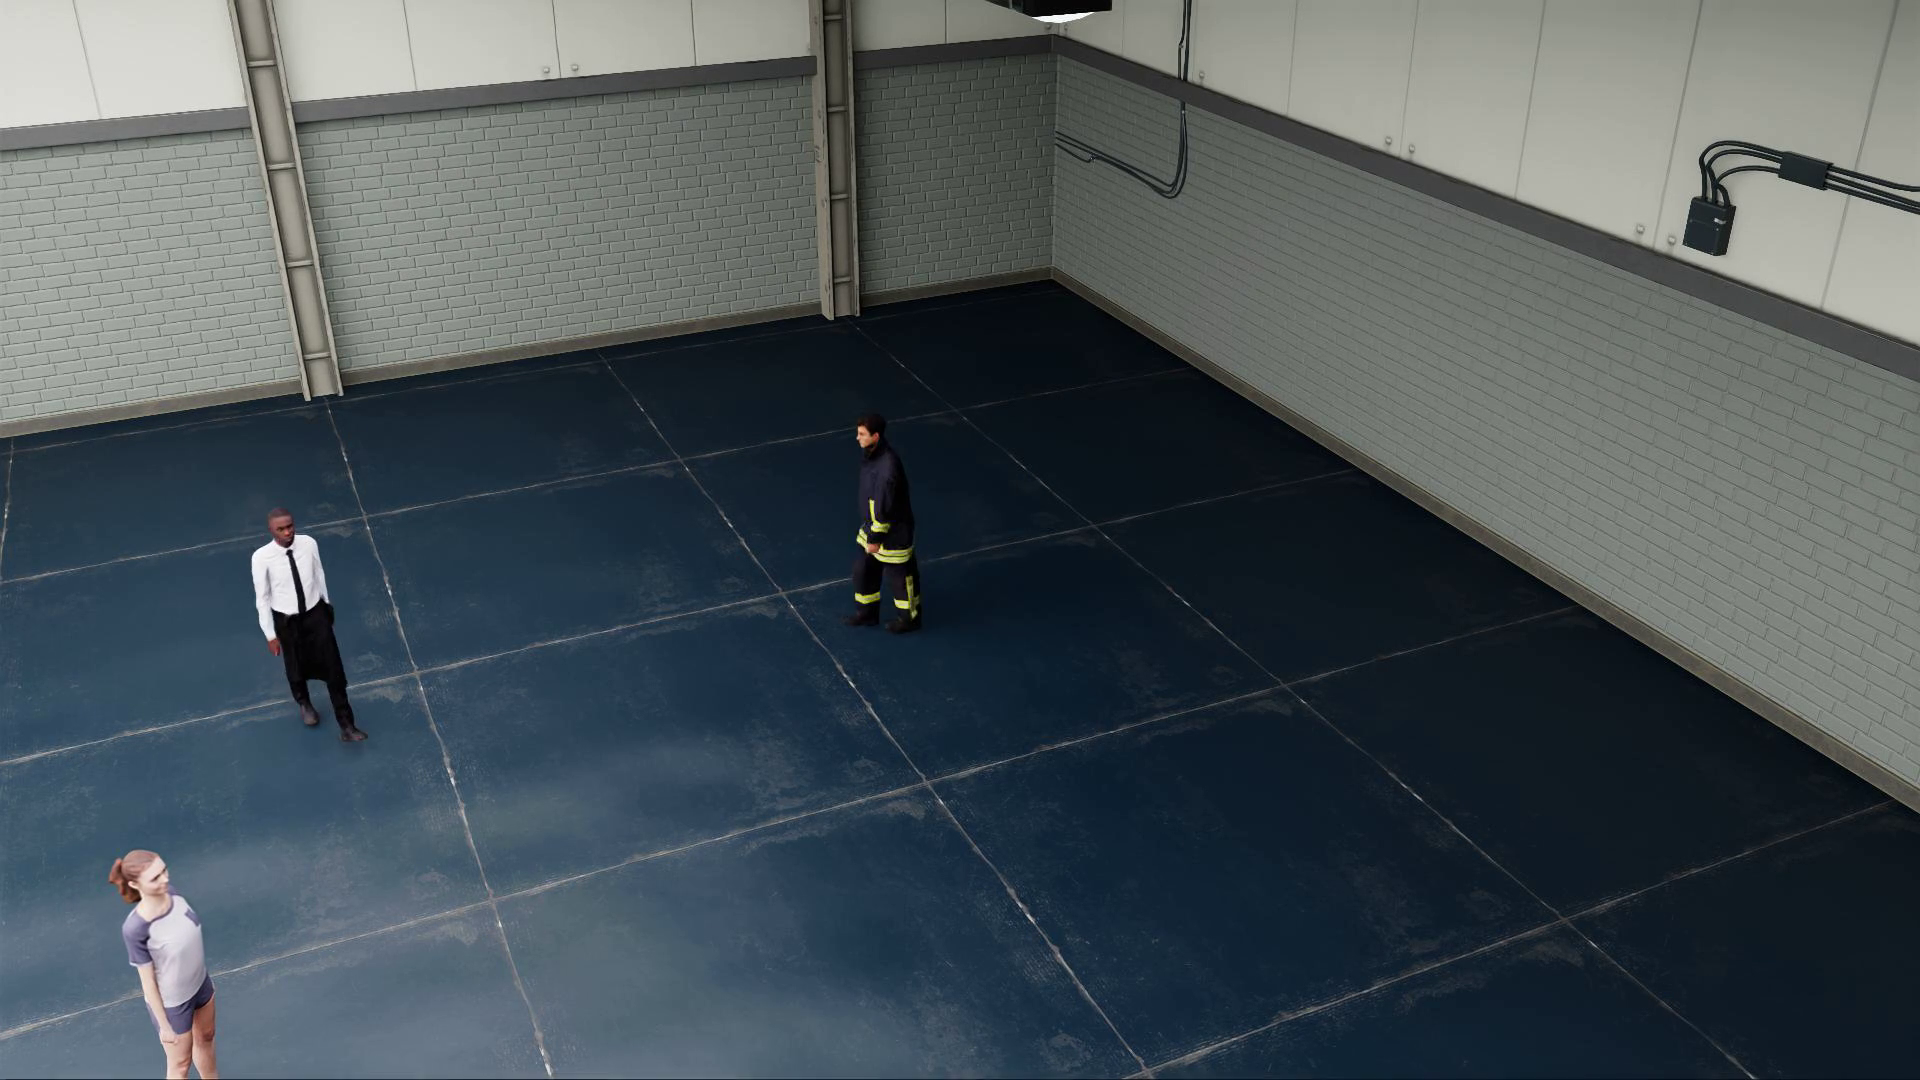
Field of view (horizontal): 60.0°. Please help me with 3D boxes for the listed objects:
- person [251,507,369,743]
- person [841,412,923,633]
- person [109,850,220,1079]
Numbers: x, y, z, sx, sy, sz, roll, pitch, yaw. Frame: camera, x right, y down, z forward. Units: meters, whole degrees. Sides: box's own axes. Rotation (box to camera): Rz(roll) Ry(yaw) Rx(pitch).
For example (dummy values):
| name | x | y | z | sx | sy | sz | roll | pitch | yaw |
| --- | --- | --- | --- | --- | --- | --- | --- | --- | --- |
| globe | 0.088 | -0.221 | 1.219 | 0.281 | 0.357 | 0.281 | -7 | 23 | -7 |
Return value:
| name | x | y | z | sx | sy | sz | roll | pitch | yaw |
| --- | --- | --- | --- | --- | --- | --- | --- | --- | --- |
| person | -4.738 | 0.559 | 11.850 | 1.185 | 1.797 | 0.949 | -21 | 34 | -35 |
| person | -0.479 | -0.132 | 13.081 | 0.832 | 1.898 | 0.801 | -13 | 30 | -24 |
| person | -3.994 | 2.304 | 8.494 | 0.708 | 1.767 | 0.671 | 3 | 27 | 6 |
